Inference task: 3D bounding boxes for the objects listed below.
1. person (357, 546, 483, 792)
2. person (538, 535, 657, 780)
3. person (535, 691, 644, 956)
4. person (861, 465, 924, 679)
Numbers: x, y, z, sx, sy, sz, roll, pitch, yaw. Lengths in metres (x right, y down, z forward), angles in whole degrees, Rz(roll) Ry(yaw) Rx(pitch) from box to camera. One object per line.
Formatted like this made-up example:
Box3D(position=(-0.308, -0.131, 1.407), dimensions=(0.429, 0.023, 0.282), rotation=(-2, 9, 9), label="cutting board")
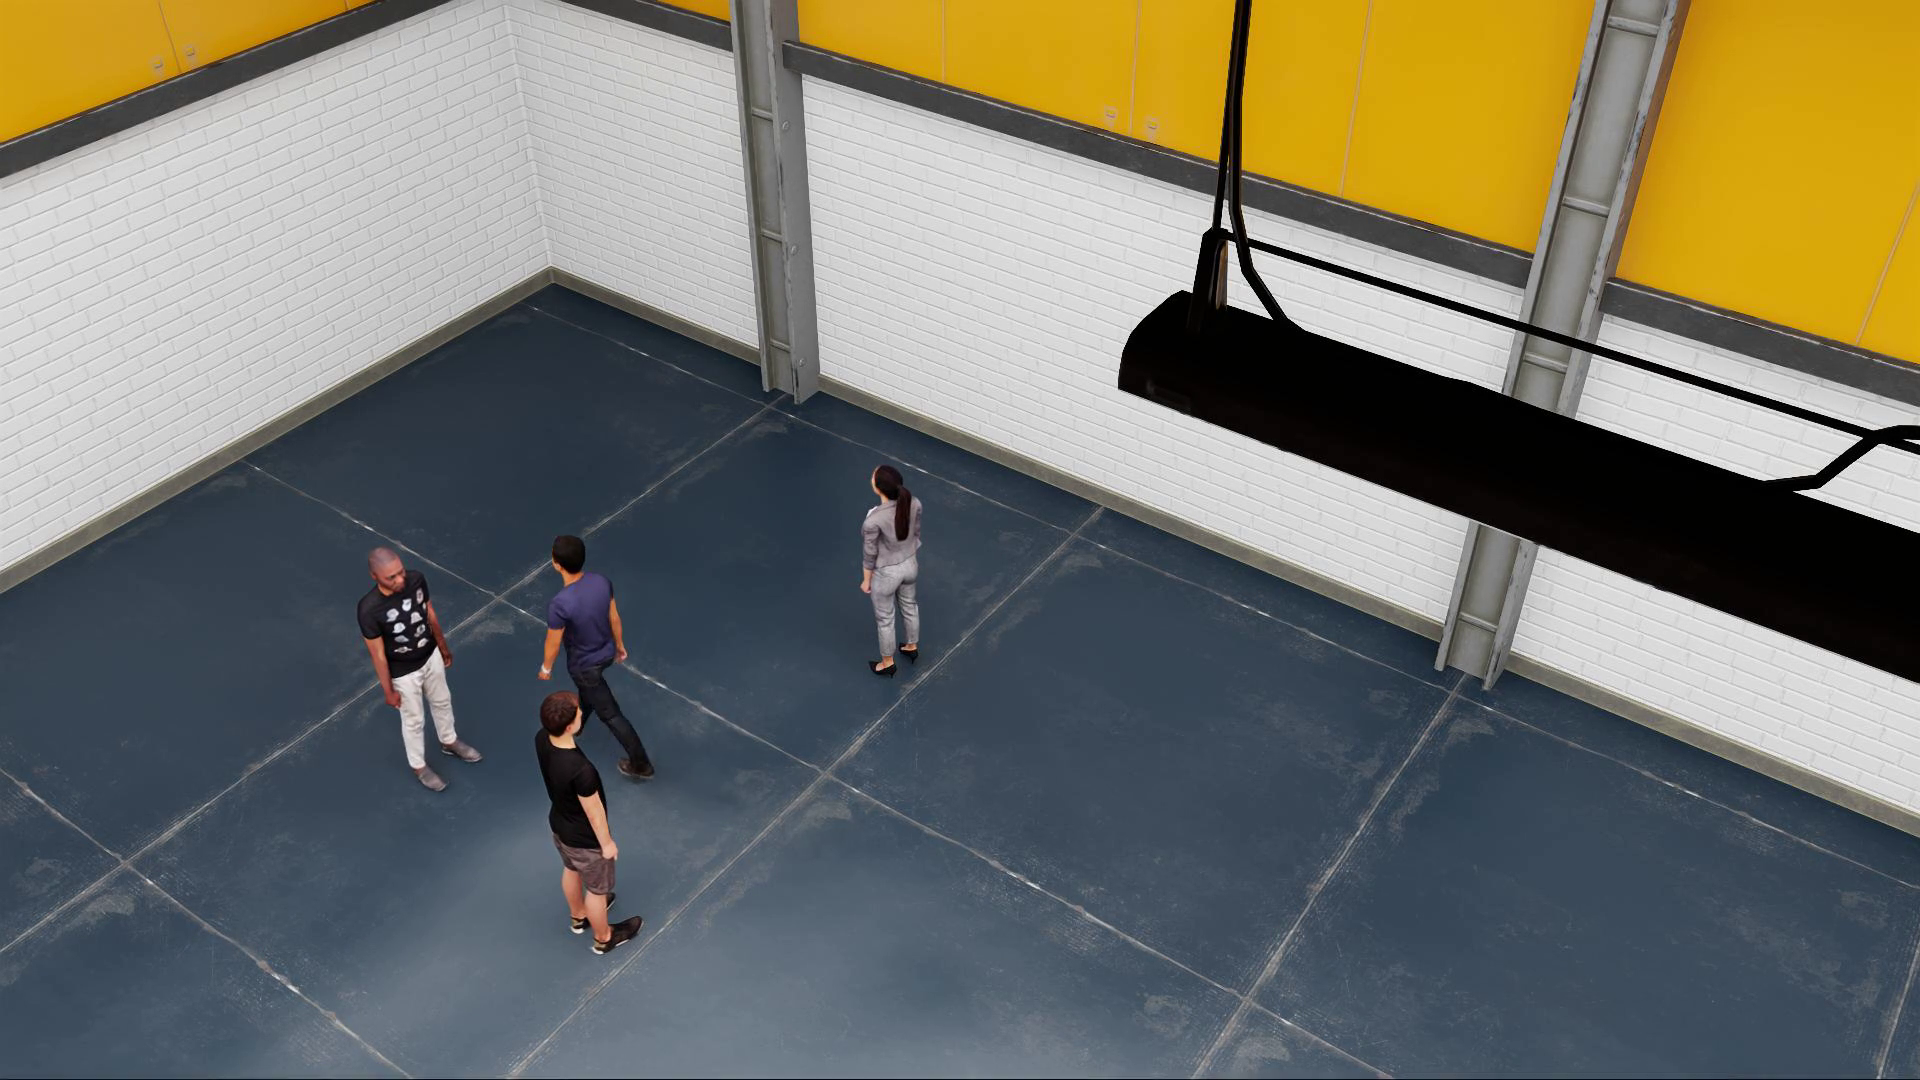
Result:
Box3D(position=(-3.336, 0.742, 10.101), dimensions=(0.604, 1.801, 0.665), rotation=(21, 43, 24), label="person")
Box3D(position=(-2.184, 0.769, 10.113), dimensions=(1.135, 1.744, 0.716), rotation=(20, 43, 23), label="person")
Box3D(position=(-2.082, 1.542, 9.052), dimensions=(0.769, 1.860, 0.615), rotation=(-27, 46, -30), label="person")
Box3D(position=(-0.437, 0.210, 10.865), dimensions=(0.674, 1.679, 0.665), rotation=(-29, 47, -31), label="person")
